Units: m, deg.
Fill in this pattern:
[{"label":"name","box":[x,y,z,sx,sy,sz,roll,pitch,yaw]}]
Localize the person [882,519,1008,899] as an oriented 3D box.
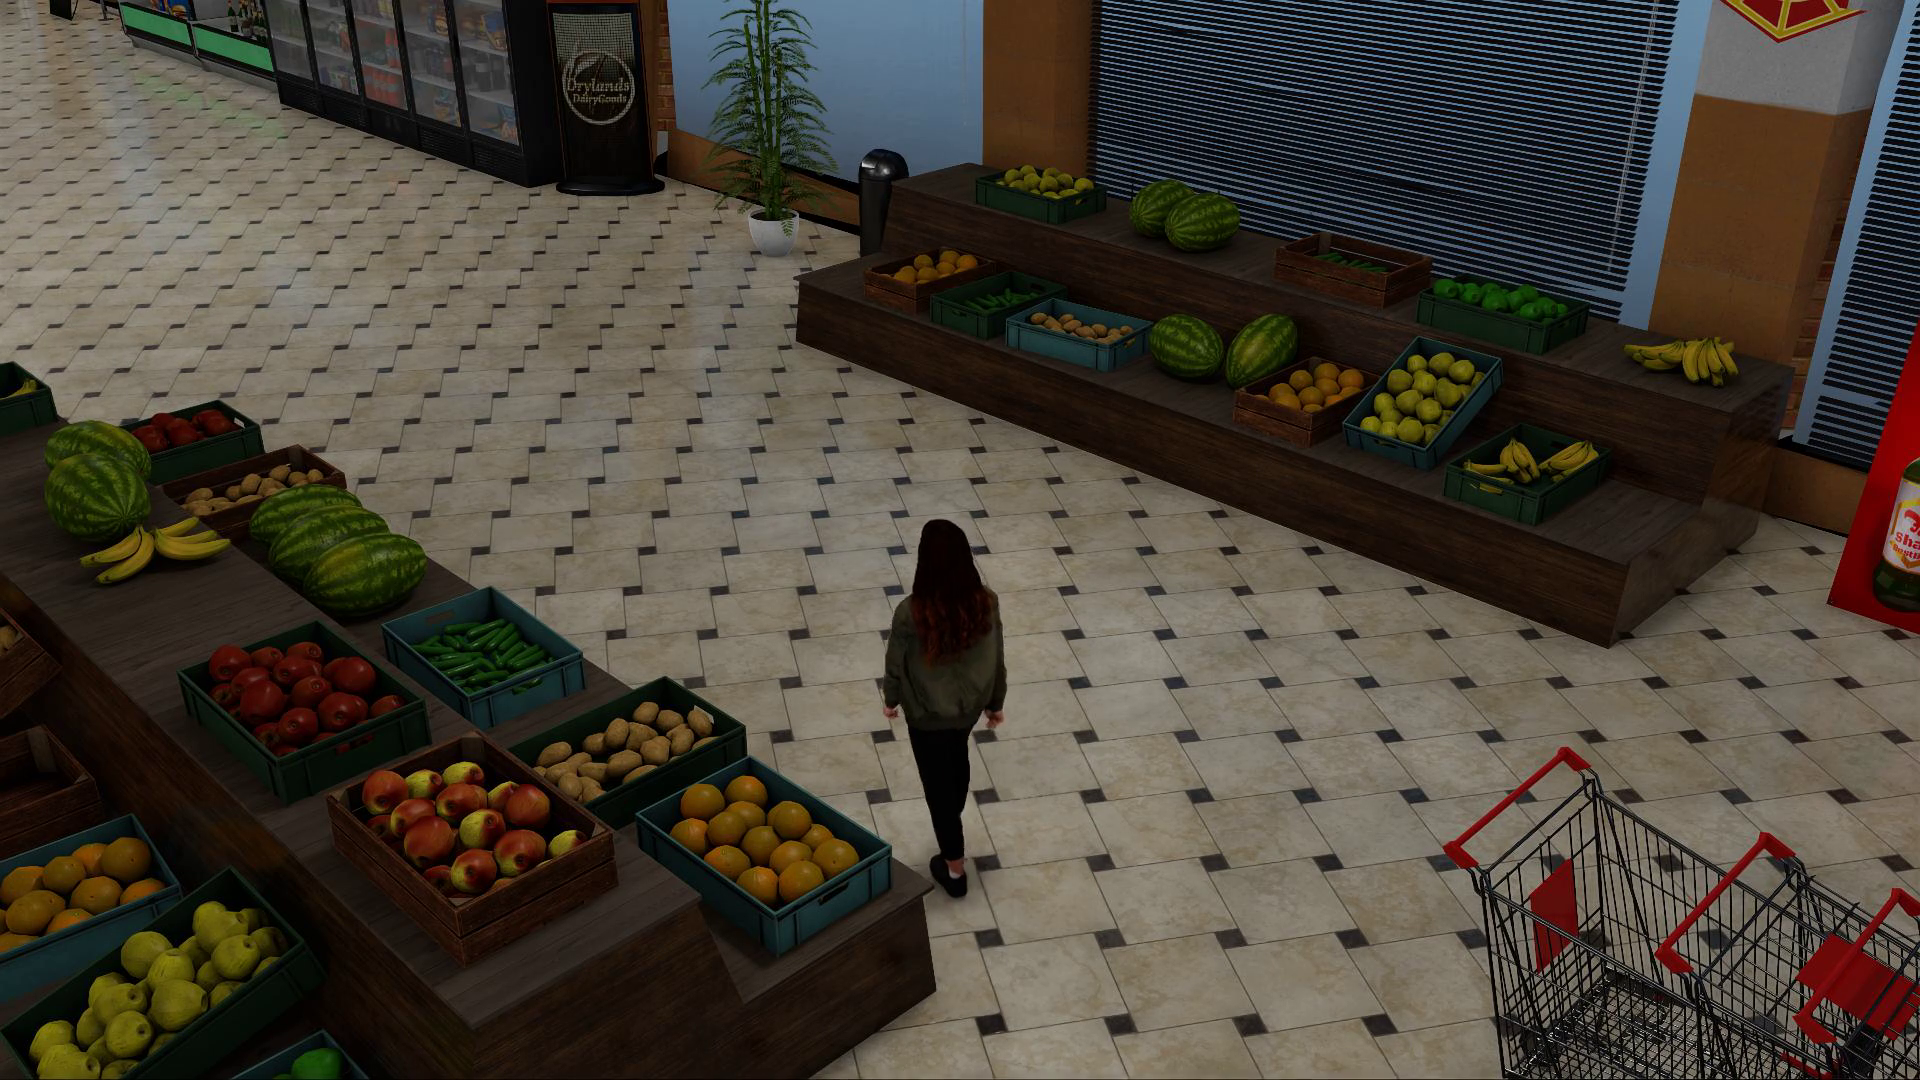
[{"label":"person","box":[-0.022,0.652,6.047,0.713,1.457,0.821,-13,30,-23]}]
